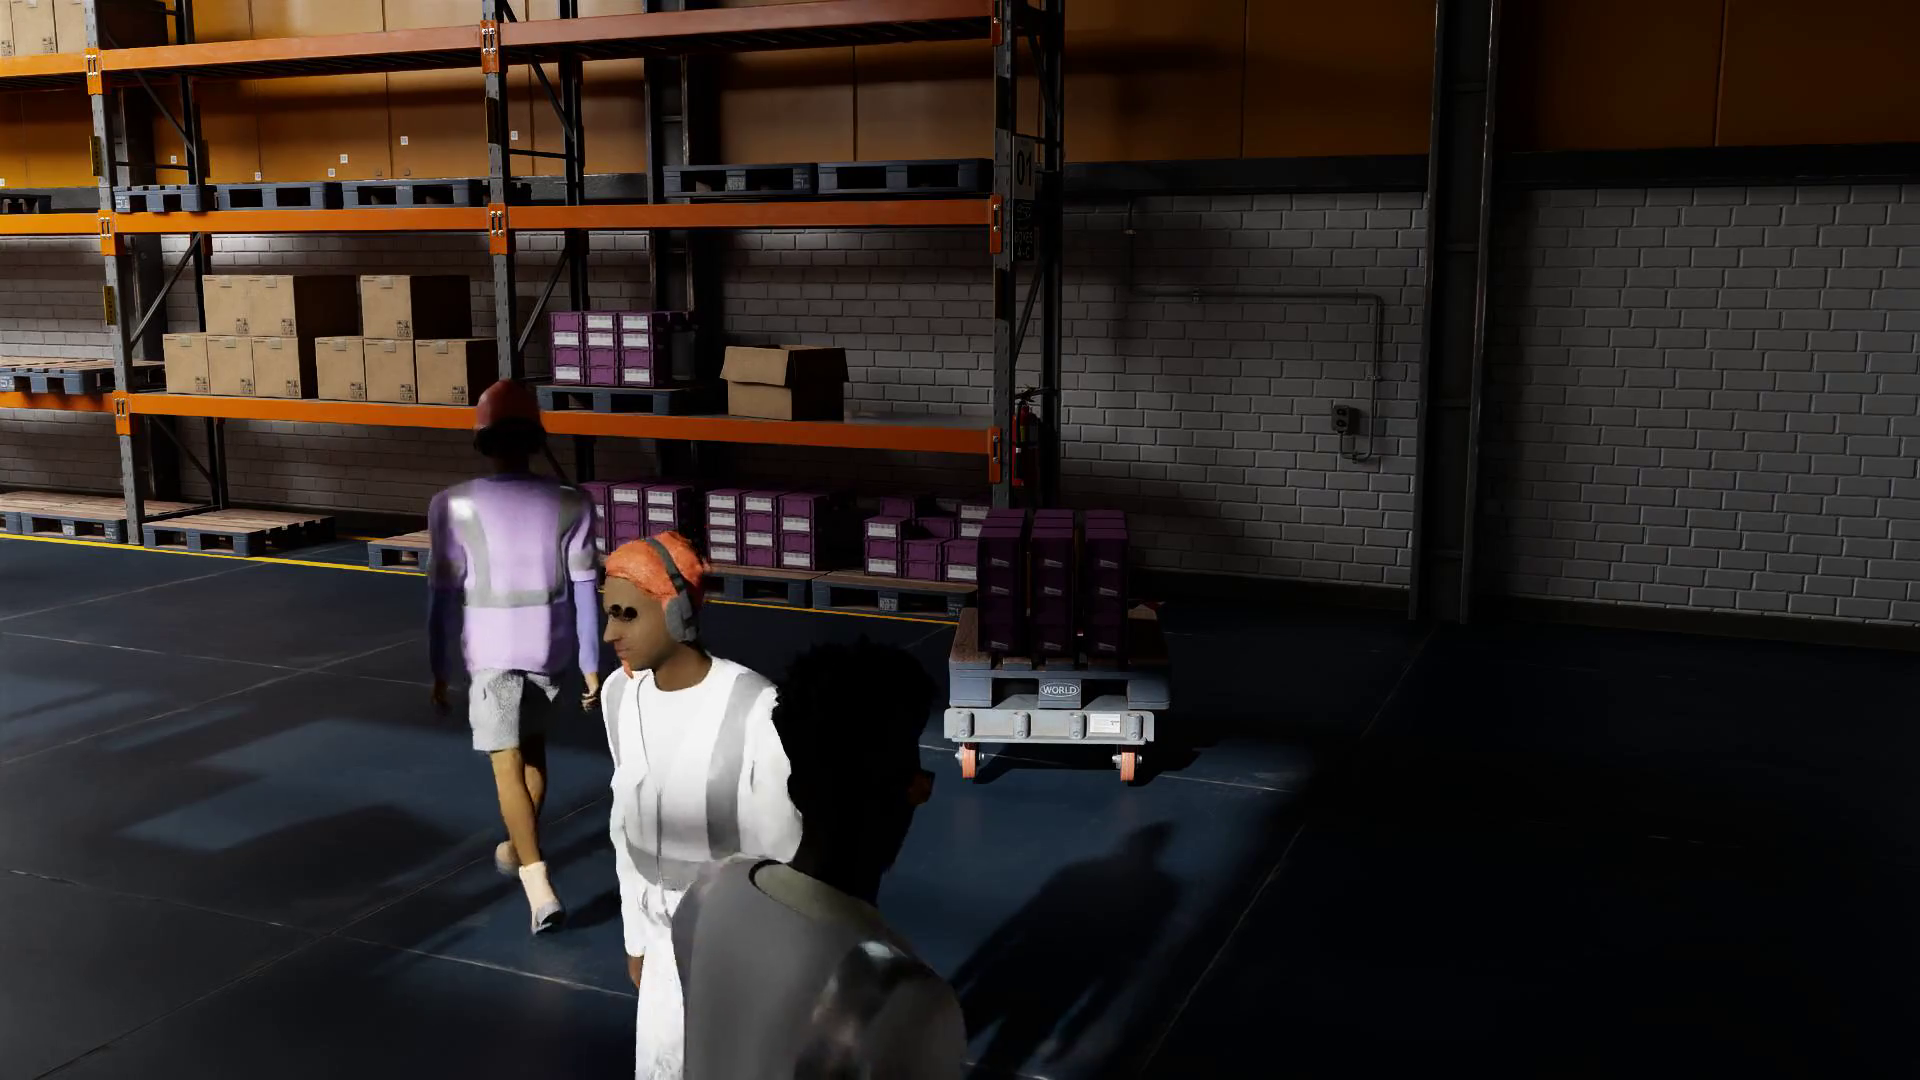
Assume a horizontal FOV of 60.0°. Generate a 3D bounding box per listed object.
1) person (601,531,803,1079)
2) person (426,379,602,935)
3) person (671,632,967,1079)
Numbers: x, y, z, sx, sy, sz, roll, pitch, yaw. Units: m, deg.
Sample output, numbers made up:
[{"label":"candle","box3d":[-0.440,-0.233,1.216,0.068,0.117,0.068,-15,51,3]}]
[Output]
[{"label":"person","box3d":[-0.560,0.903,3.630,0.584,1.865,0.569,7,12,35]},{"label":"person","box3d":[-1.623,0.410,6.143,0.615,2.006,1.030,-5,11,-28]},{"label":"person","box3d":[-0.239,1.090,2.316,0.880,1.936,0.607,-9,13,-42]}]
